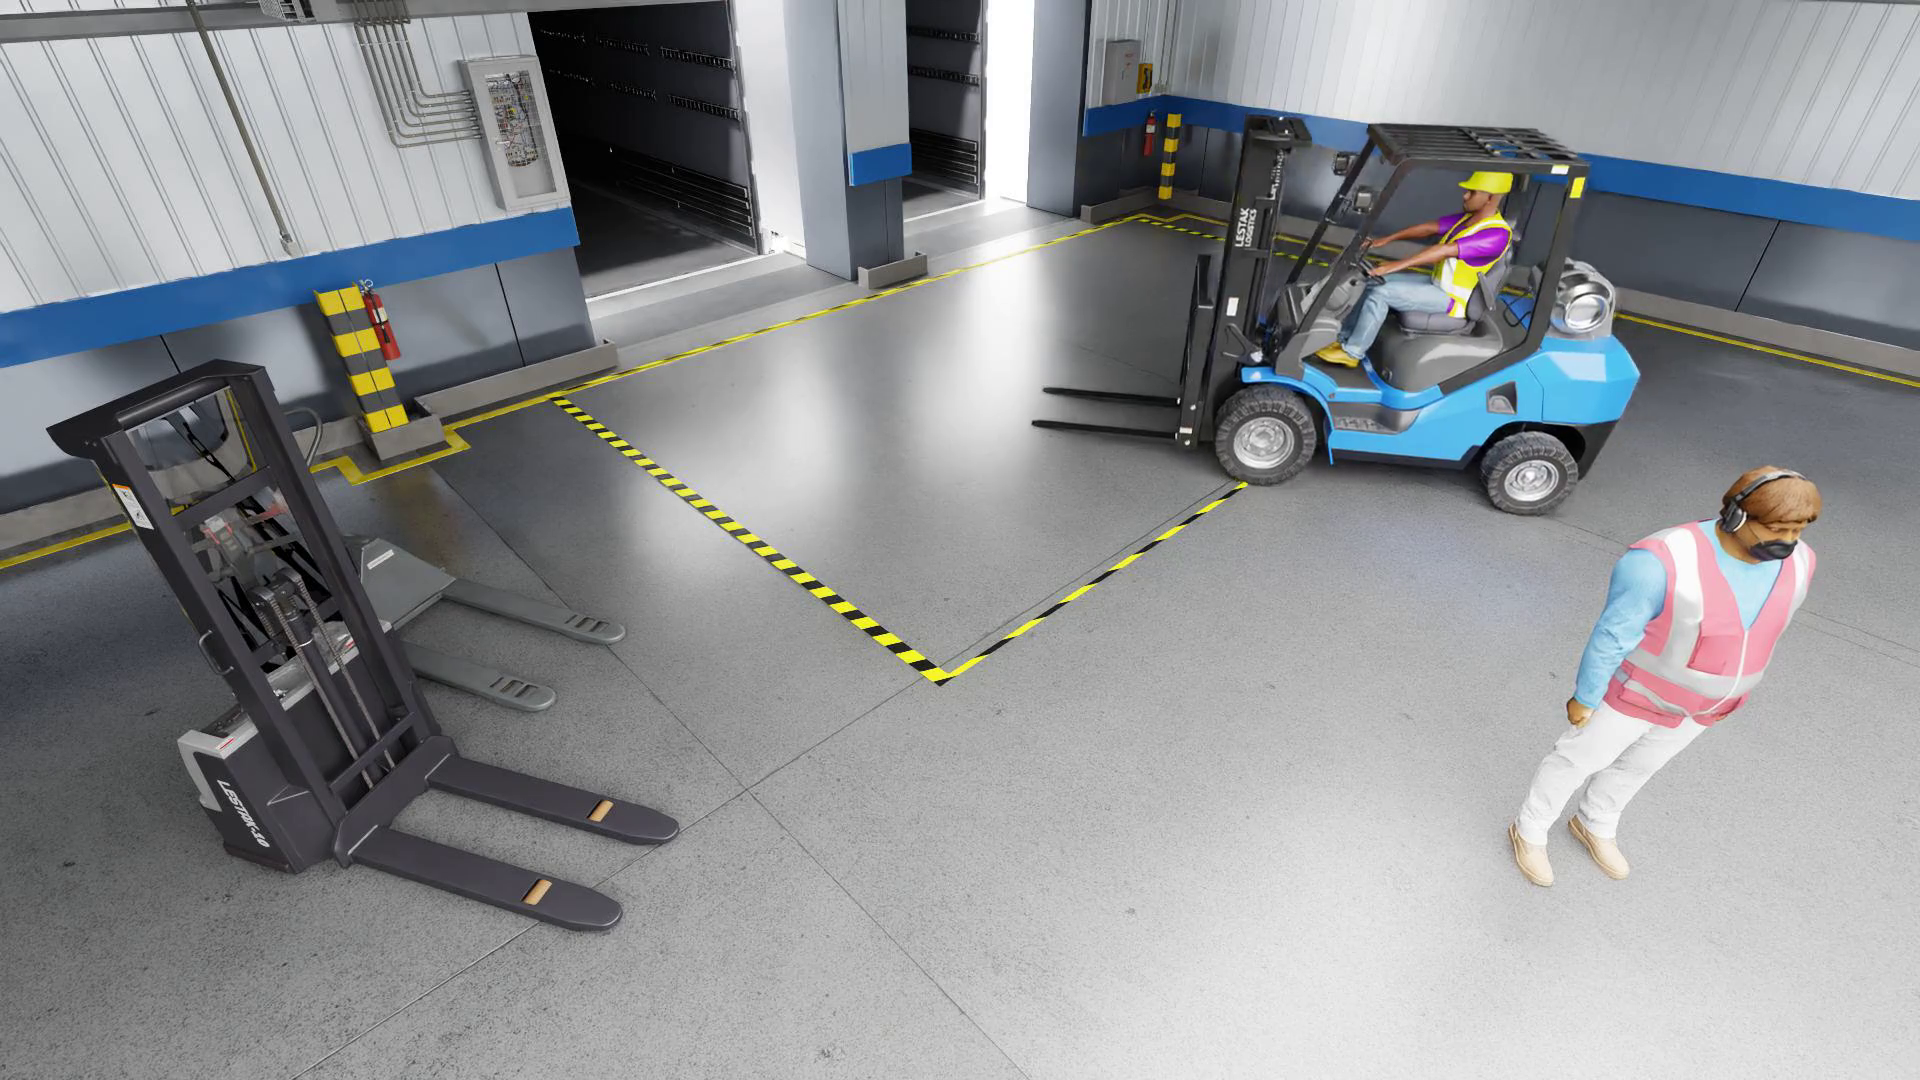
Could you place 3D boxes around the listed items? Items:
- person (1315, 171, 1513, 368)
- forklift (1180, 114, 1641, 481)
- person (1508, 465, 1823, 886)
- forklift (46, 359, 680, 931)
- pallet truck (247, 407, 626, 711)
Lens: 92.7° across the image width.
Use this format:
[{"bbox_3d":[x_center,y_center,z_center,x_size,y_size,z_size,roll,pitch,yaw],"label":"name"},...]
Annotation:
[{"bbox_3d":[2.869,-1.749,5.898,1.004,1.294,0.635,7,35,10],"label":"person"},{"bbox_3d":[2.925,-1.583,5.987,2.680,2.036,1.157,7,35,10],"label":"forklift"},{"bbox_3d":[2.517,0.551,3.302,0.632,1.841,0.429,-2,34,-4],"label":"person"},{"bbox_3d":[-2.135,0.422,3.354,1.885,1.965,0.823,10,35,14],"label":"forklift"},{"bbox_3d":[-2.628,0.038,4.590,1.601,1.201,0.680,12,36,18],"label":"pallet truck"}]
